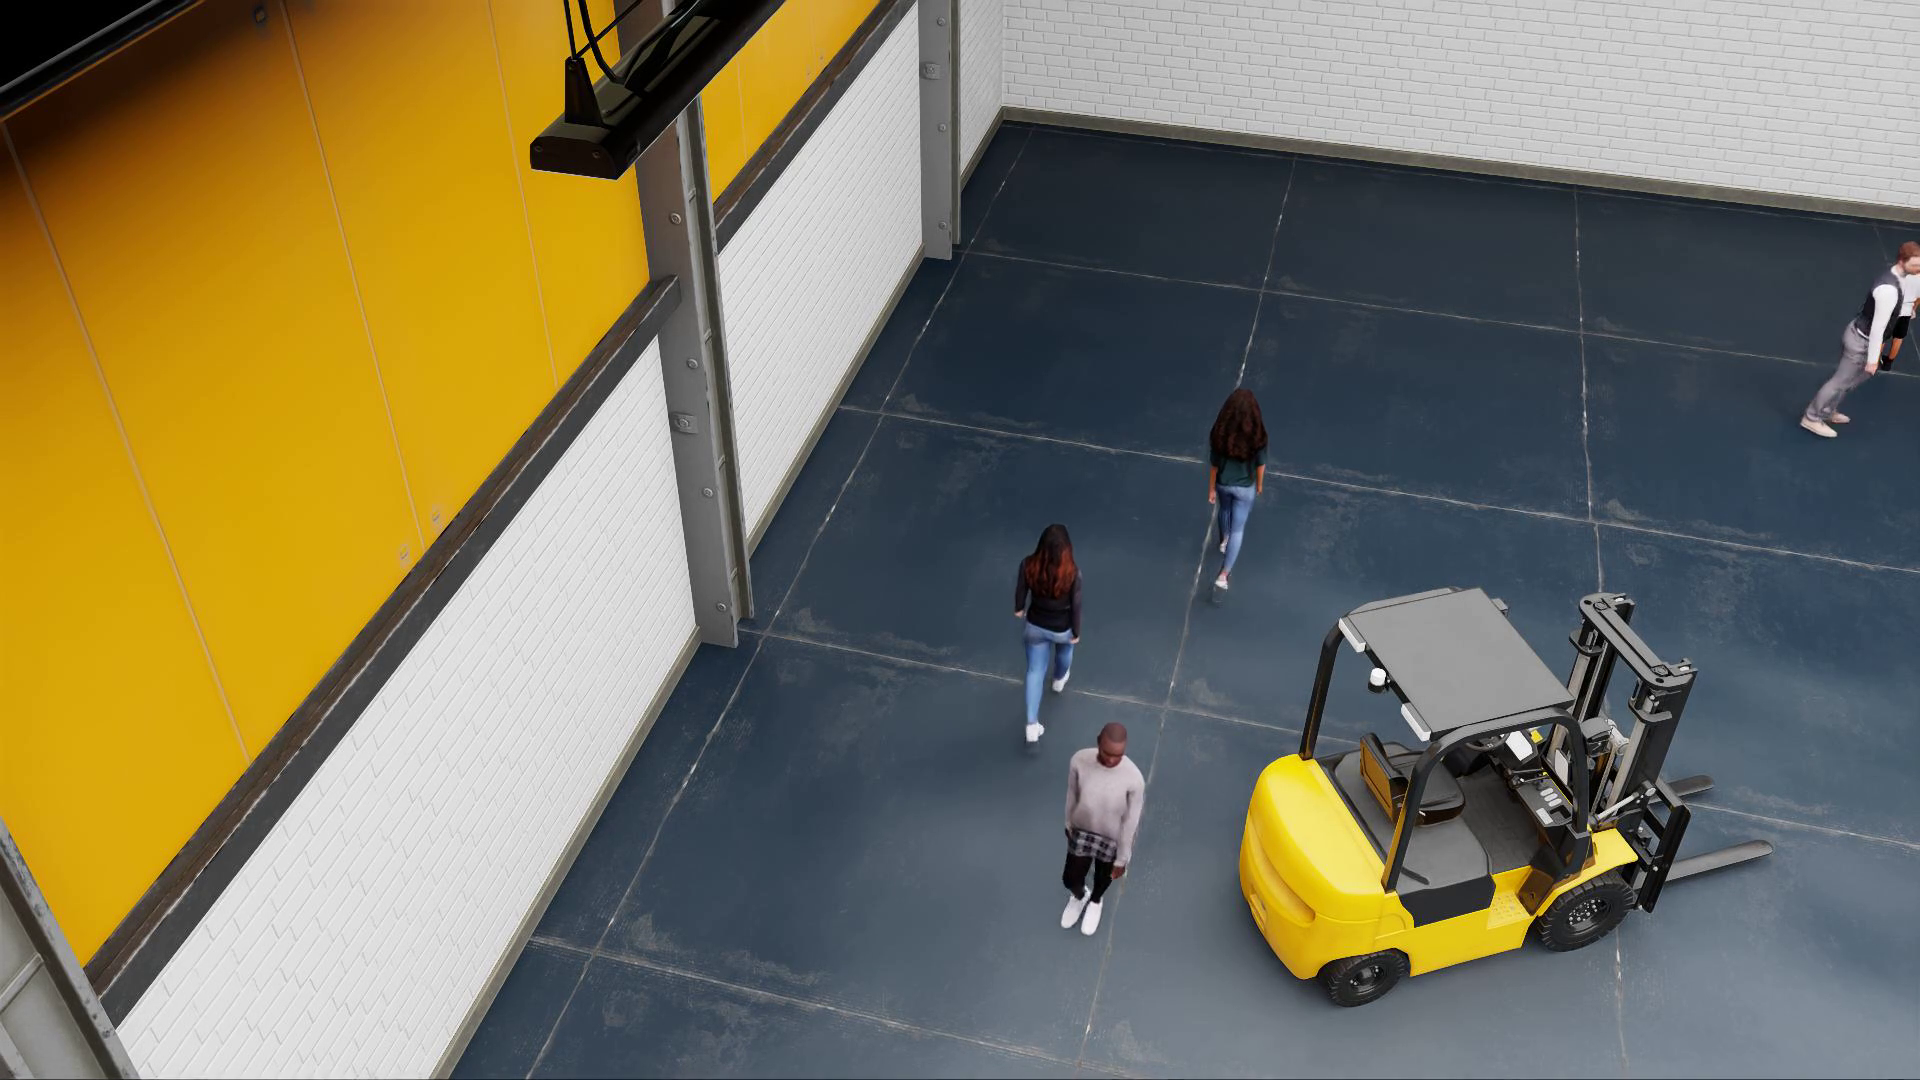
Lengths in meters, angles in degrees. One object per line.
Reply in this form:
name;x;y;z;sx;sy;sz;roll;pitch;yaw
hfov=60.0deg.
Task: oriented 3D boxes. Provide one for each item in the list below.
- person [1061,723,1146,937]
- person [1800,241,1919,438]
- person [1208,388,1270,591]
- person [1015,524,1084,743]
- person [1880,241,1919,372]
person;0.871;1.647;9.756;0.651;1.751;0.649;15;41;18
person;7.450;-1.691;13.809;0.865;1.909;0.719;15;41;18
person;2.048;-0.358;12.400;0.619;1.584;1.080;12;40;14
person;0.586;0.639;11.147;0.630;1.589;1.090;9;39;11
person;8.367;-2.074;14.810;0.534;1.259;0.537;1;39;1
